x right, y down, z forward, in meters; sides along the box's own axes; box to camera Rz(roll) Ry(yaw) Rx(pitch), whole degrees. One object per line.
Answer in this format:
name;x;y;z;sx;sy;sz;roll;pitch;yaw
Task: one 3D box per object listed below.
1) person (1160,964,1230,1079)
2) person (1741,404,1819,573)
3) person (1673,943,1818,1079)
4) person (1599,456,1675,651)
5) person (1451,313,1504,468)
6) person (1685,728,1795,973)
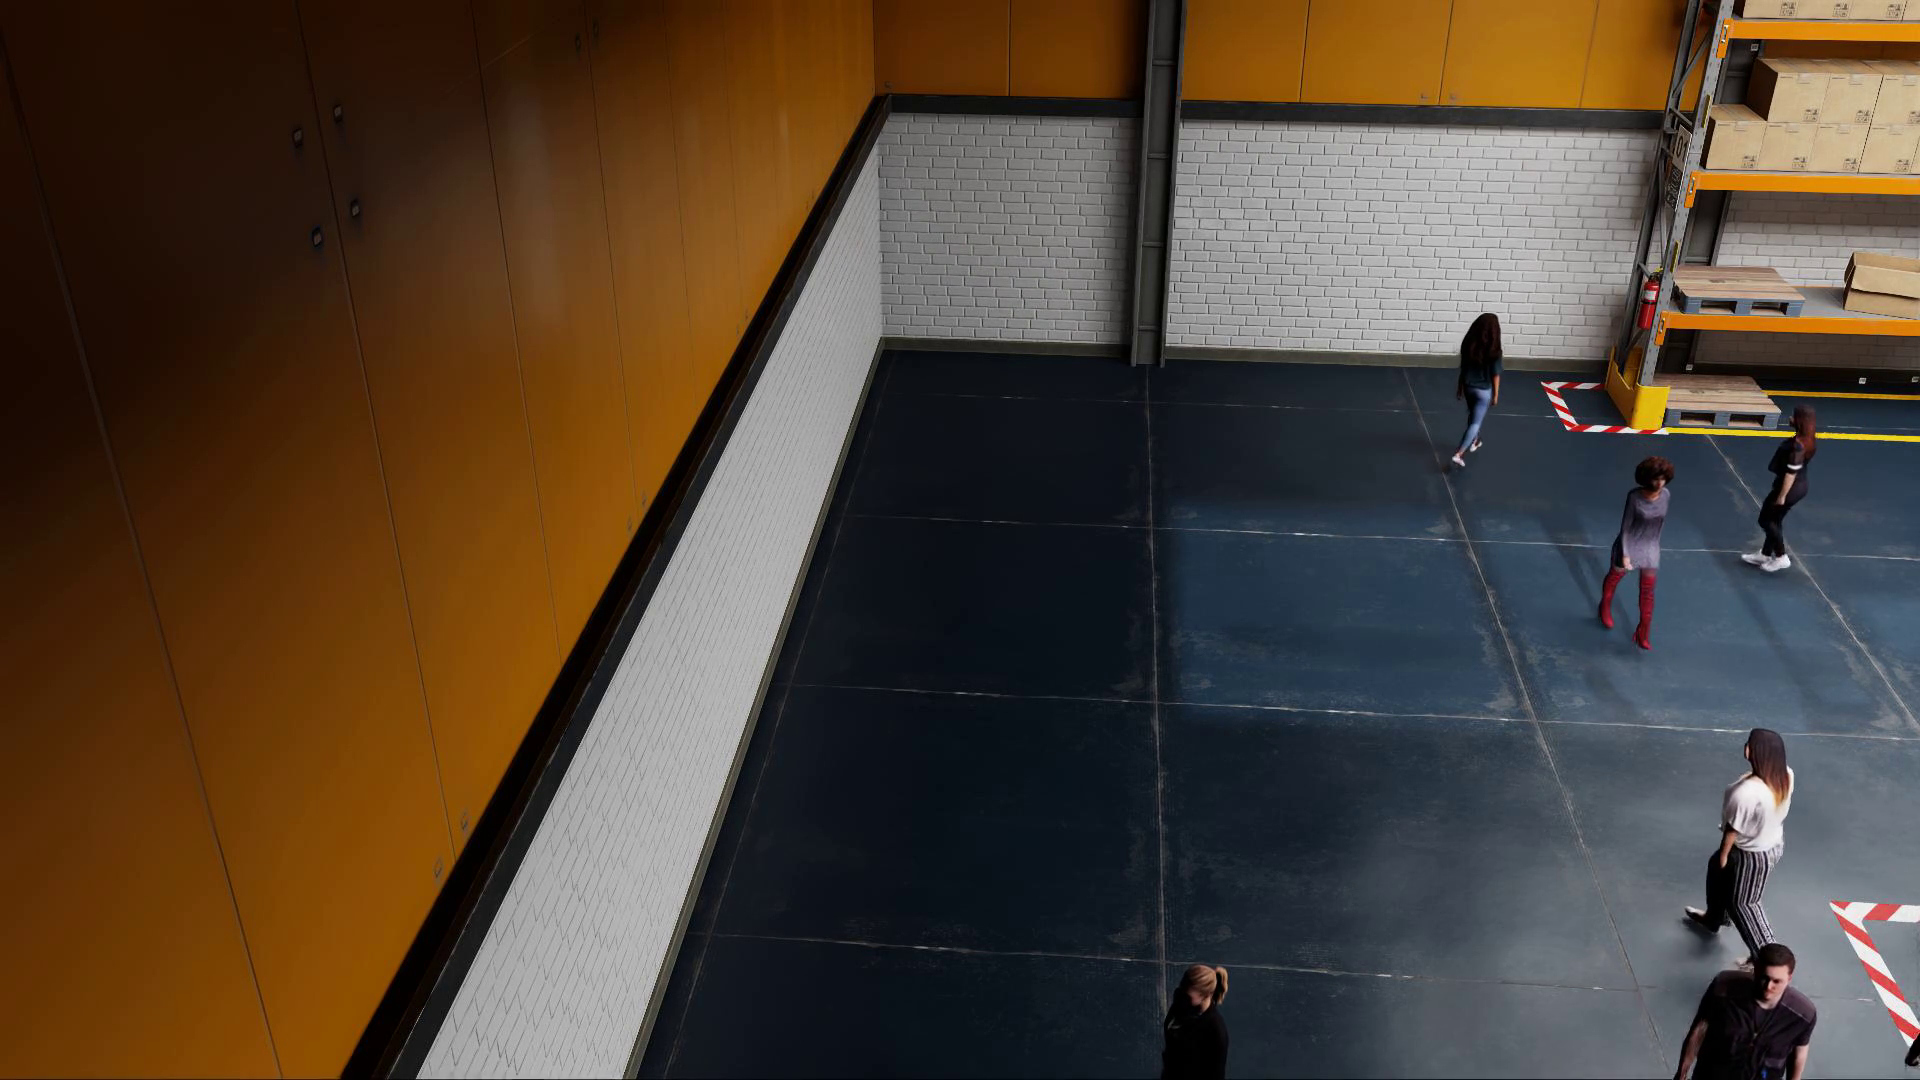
person;1.229;2.883;8.777;0.699;1.703;0.689;-14;31;-23
person;7.508;-0.451;14.967;0.814;1.630;0.758;19;34;31
person;4.111;2.802;8.804;0.982;1.820;0.998;17;33;29
person;5.661;0.030;14.030;0.938;1.683;0.776;-4;29;-7
person;5.246;-1.501;16.938;1.072;1.584;1.049;24;37;37
person;5.045;1.982;10.500;1.029;1.636;1.075;-21;35;-33
